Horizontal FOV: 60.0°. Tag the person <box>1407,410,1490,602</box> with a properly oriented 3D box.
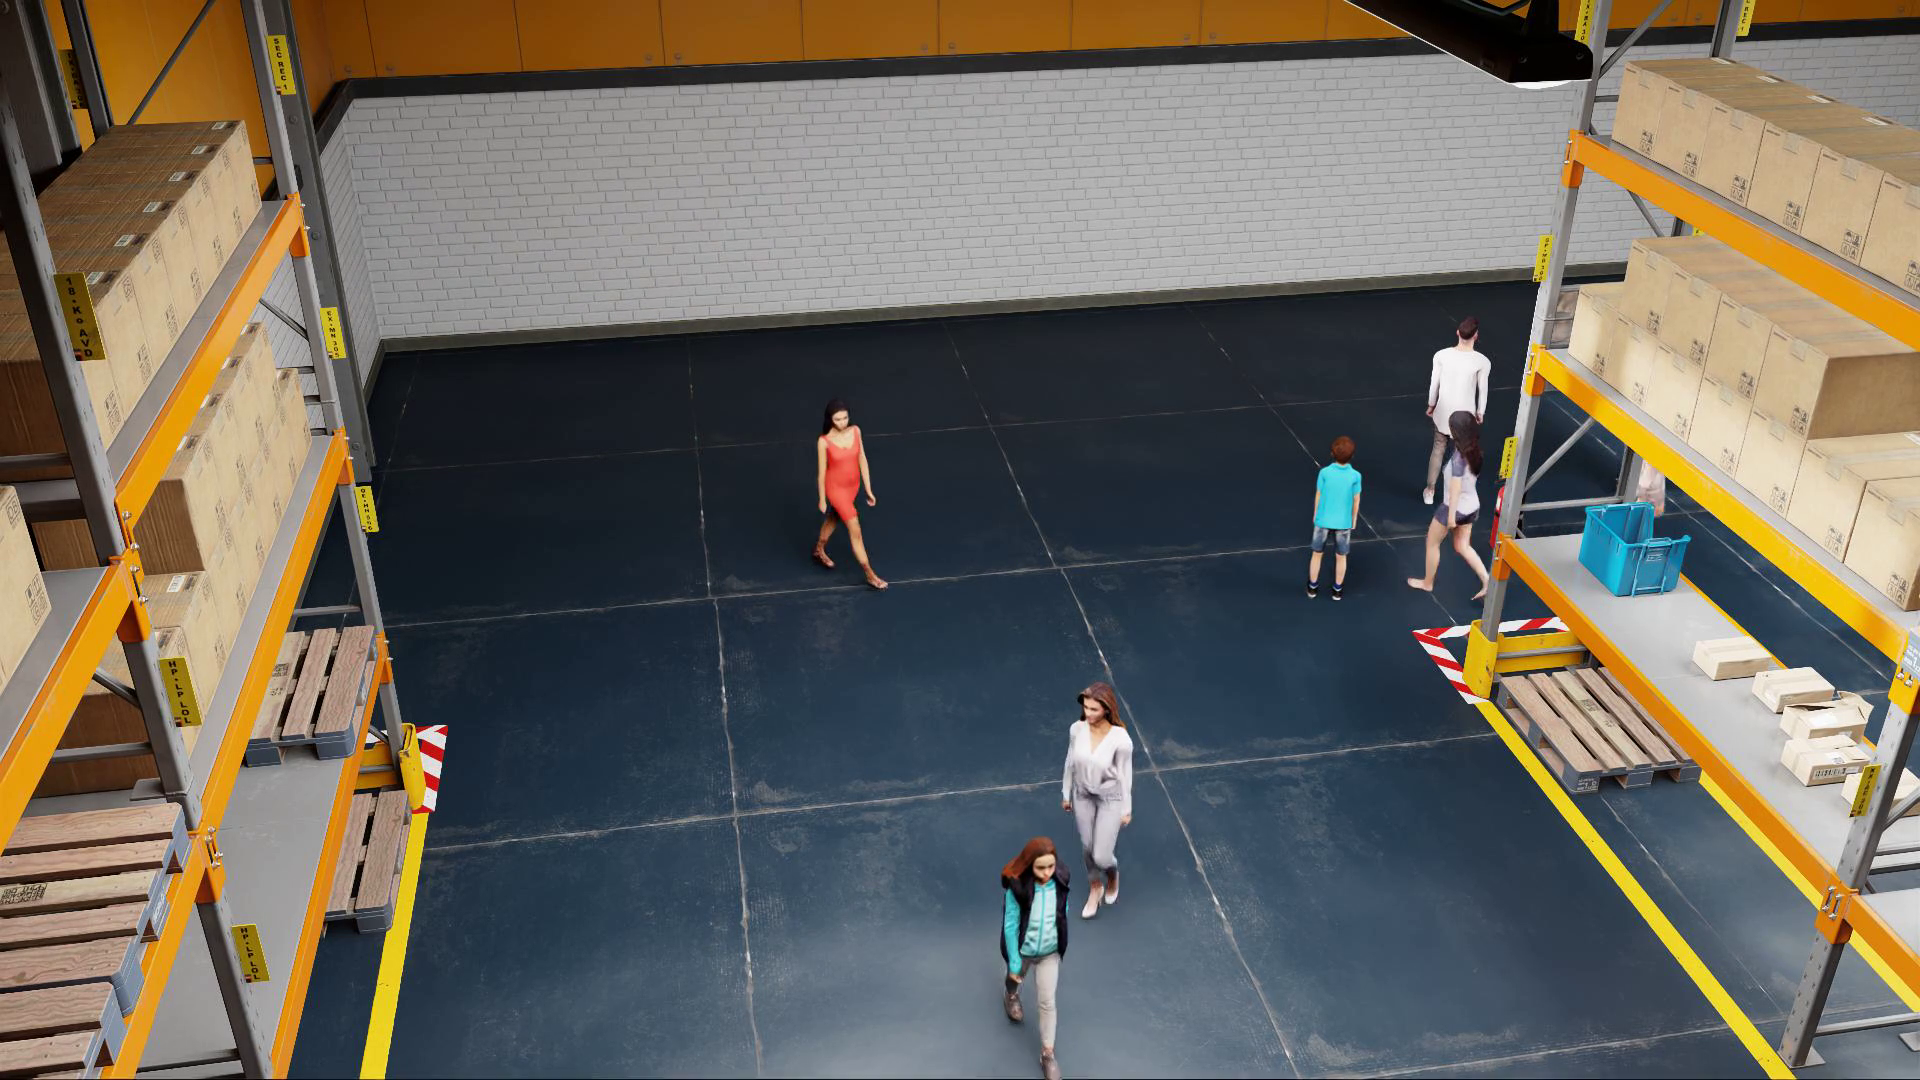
[{"bbox_3d":[4.166,-0.247,13.669,1.051,1.677,0.955,20,34,32],"label":"person"}]

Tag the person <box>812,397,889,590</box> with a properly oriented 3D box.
[{"bbox_3d":[-1.044,-0.429,14.013,1.182,1.665,1.035,24,37,37],"label":"person"}]

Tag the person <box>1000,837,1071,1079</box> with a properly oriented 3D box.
[{"bbox_3d":[0.374,2.236,9.335,0.612,1.467,0.999,-8,30,-14],"label":"person"}]

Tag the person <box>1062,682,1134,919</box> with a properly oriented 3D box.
[{"bbox_3d":[0.895,1.585,10.231,0.754,1.752,0.813,16,33,27],"label":"person"}]

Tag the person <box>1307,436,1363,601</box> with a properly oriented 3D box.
[{"bbox_3d":[3.105,-0.184,13.793,0.574,1.447,0.579,5,29,9],"label":"person"}]

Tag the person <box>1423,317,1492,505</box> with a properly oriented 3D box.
[{"bbox_3d":[4.531,-1.179,15.206,0.748,1.840,0.758,12,31,22],"label":"person"}]
